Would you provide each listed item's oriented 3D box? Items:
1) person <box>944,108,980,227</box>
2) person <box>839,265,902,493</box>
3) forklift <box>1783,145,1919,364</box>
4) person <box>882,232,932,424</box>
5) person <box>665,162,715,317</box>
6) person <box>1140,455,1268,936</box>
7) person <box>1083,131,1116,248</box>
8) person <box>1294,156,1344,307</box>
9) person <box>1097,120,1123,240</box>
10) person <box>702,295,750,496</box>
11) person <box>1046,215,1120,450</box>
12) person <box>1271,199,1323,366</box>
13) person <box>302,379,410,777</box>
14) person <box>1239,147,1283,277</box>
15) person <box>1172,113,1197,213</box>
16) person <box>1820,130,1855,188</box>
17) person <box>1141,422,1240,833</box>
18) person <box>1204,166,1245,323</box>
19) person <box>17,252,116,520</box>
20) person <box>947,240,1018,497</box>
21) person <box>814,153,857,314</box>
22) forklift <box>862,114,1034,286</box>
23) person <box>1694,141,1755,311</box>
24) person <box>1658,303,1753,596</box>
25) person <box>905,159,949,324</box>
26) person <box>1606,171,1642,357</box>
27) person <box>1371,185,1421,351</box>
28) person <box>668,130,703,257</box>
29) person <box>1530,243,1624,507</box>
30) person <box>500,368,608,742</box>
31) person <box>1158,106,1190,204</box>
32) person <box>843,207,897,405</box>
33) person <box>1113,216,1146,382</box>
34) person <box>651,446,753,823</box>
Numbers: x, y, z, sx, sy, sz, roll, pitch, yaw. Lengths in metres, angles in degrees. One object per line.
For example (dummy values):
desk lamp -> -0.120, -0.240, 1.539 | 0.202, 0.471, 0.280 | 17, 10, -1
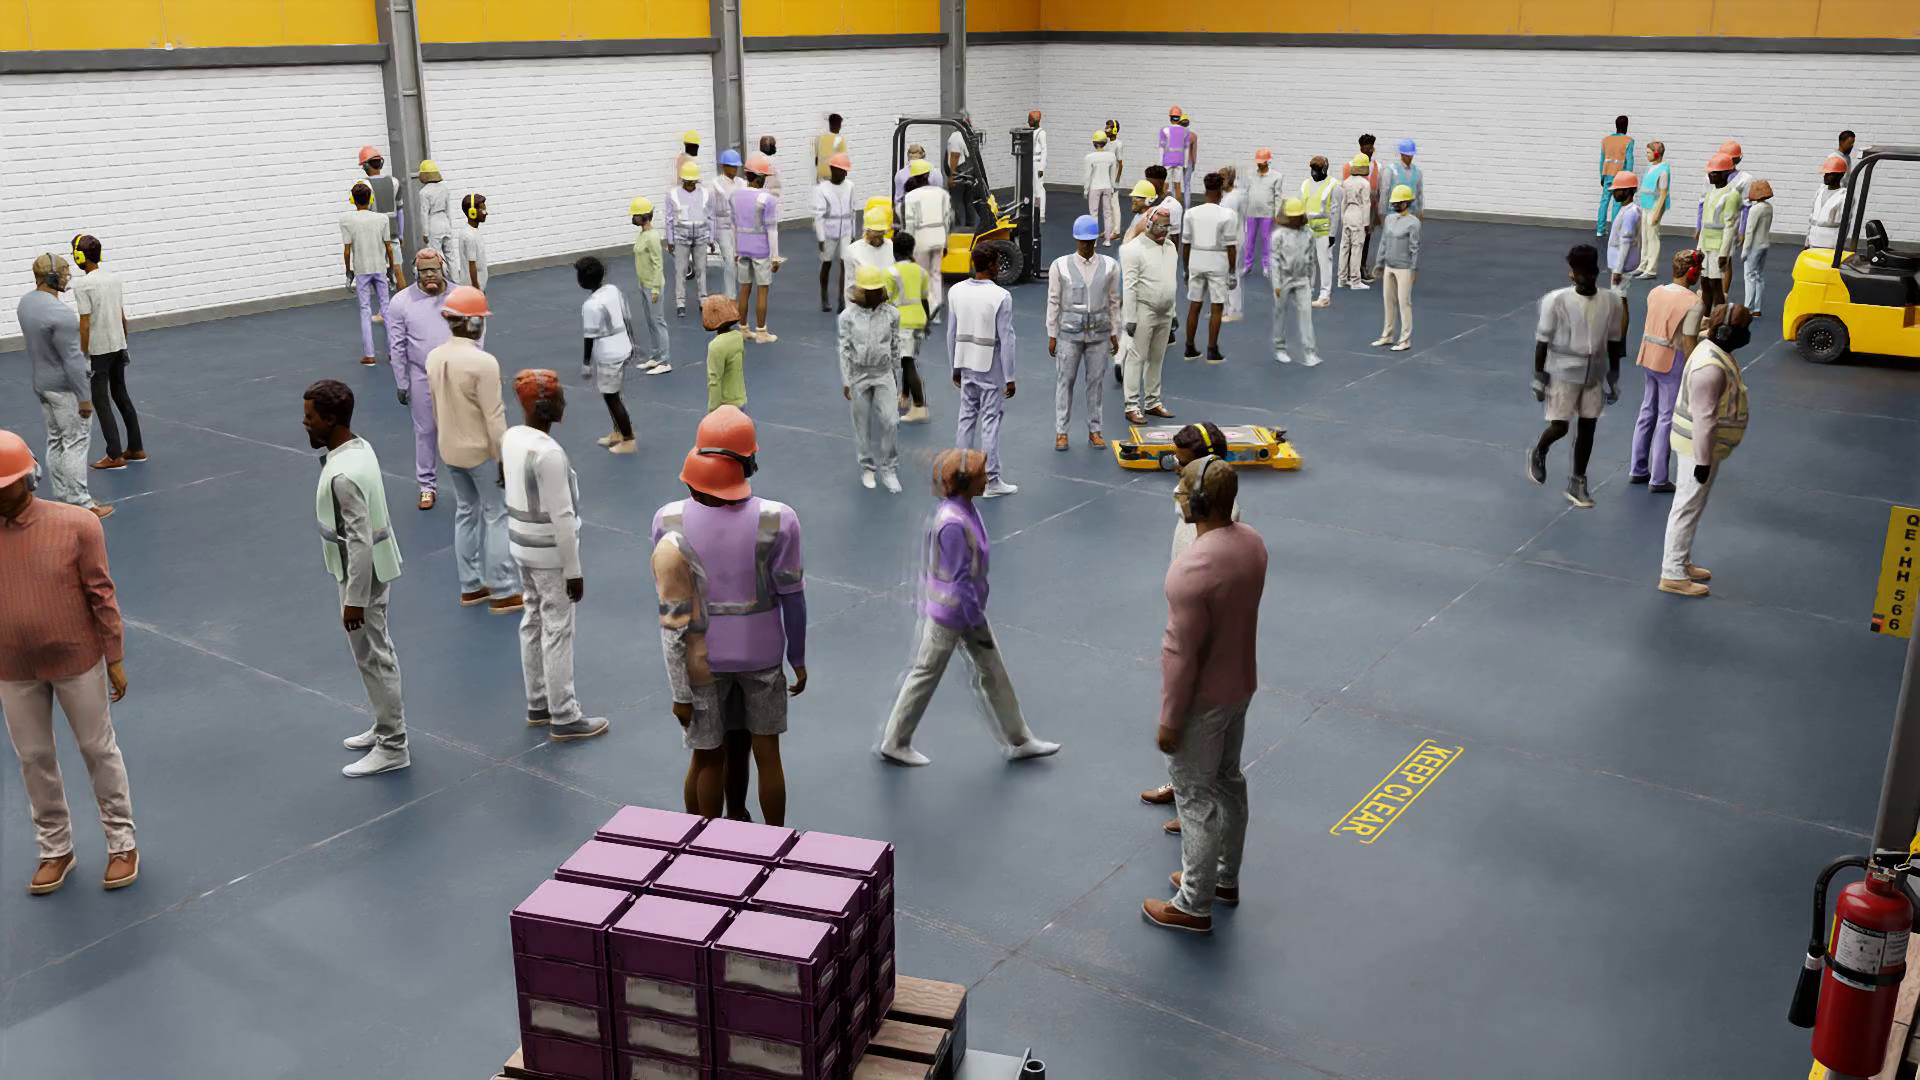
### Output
person -> -0.004, -5.950, 26.869 | 0.536, 2.000, 0.694 | 12, 21, 32
person -> -0.661, -1.198, 12.525 | 0.490, 1.723, 0.617 | -4, 18, -11
forklift -> 9.803, -2.879, 17.013 | 2.313, 2.155, 1.214 | 12, 21, 33
person -> -0.478, -1.899, 14.846 | 0.727, 1.652, 0.567 | 15, 23, 38
person -> -3.203, -3.580, 19.807 | 0.586, 1.823, 0.403 | -6, 19, -19
person -> 0.966, 0.613, 6.524 | 0.370, 1.933, 0.626 | 12, 21, 33
person -> 2.131, -5.369, 25.499 | 0.530, 1.766, 0.318 | -7, 19, -21
person -> 4.386, -3.792, 20.465 | 0.431, 1.836, 0.619 | -15, 23, -39
person -> 2.400, -5.713, 26.402 | 0.329, 1.872, 0.510 | -6, 19, -18
person -> -1.672, -0.937, 11.861 | 0.292, 1.625, 0.504 | 4, 18, 13
person -> 1.021, -1.705, 13.737 | 0.618, 1.945, 0.394 | -2, 18, -7
person -> 3.438, -2.606, 16.950 | 0.498, 1.697, 0.851 | -4, 18, -13
person -> -2.842, 0.177, 7.903 | 0.373, 1.916, 0.596 | -5, 18, -16
person -> 4.111, -4.490, 22.780 | 0.563, 1.742, 0.339 | 8, 19, 24
person -> 3.975, -6.734, 29.784 | 0.531, 1.755, 0.343 | -3, 18, -10
person -> 12.343, -4.817, 23.523 | 0.592, 1.916, 0.375 | -16, 24, -41
person -> 1.038, 0.386, 7.339 | 0.328, 1.865, 0.508 | -4, 18, -11
person -> 3.067, -3.420, 19.314 | 0.540, 1.816, 0.512 | -2, 18, -7
person -> -6.359, -1.067, 11.780 | 0.639, 1.928, 0.373 | 13, 22, 35
person -> 0.163, -1.273, 12.435 | 0.600, 1.917, 0.377 | 15, 23, 38
person -> -1.485, -3.649, 19.888 | 0.608, 1.895, 0.791 | -8, 19, -23
forklift -> -0.171, -4.594, 22.377 | 2.313, 2.155, 1.214 | 1, 18, 3
person -> 9.179, -3.777, 20.069 | 0.395, 2.038, 0.615 | -16, 24, -41
person -> 4.660, -0.570, 10.383 | 0.431, 1.835, 0.621 | 9, 20, 25
person -> -0.374, -3.431, 19.212 | 0.597, 1.900, 0.470 | -9, 20, -27
person -> 6.937, -2.904, 17.523 | 0.383, 1.931, 0.542 | 5, 18, 14
person -> 4.685, -2.918, 17.843 | 0.329, 1.762, 0.536 | -9, 20, -25
person -> -3.837, -4.866, 23.697 | 0.542, 1.904, 0.592 | -7, 19, -21
person -> 4.528, -1.234, 12.279 | 0.641, 1.938, 0.594 | -2, 18, -6
person -> -2.054, 0.075, 8.281 | 0.355, 1.882, 0.615 | -14, 22, -37
person -> 3.705, -6.581, 29.021 | 0.551, 1.935, 0.384 | -3, 18, -9
person -> -0.772, -2.148, 15.339 | 0.600, 1.821, 0.403 | -6, 19, -19
person -> 1.747, -2.326, 16.215 | 0.519, 1.624, 0.649 | 8, 19, 24
person -> -0.987, 0.515, 6.846 | 0.391, 1.923, 0.552 | 10, 20, 29
